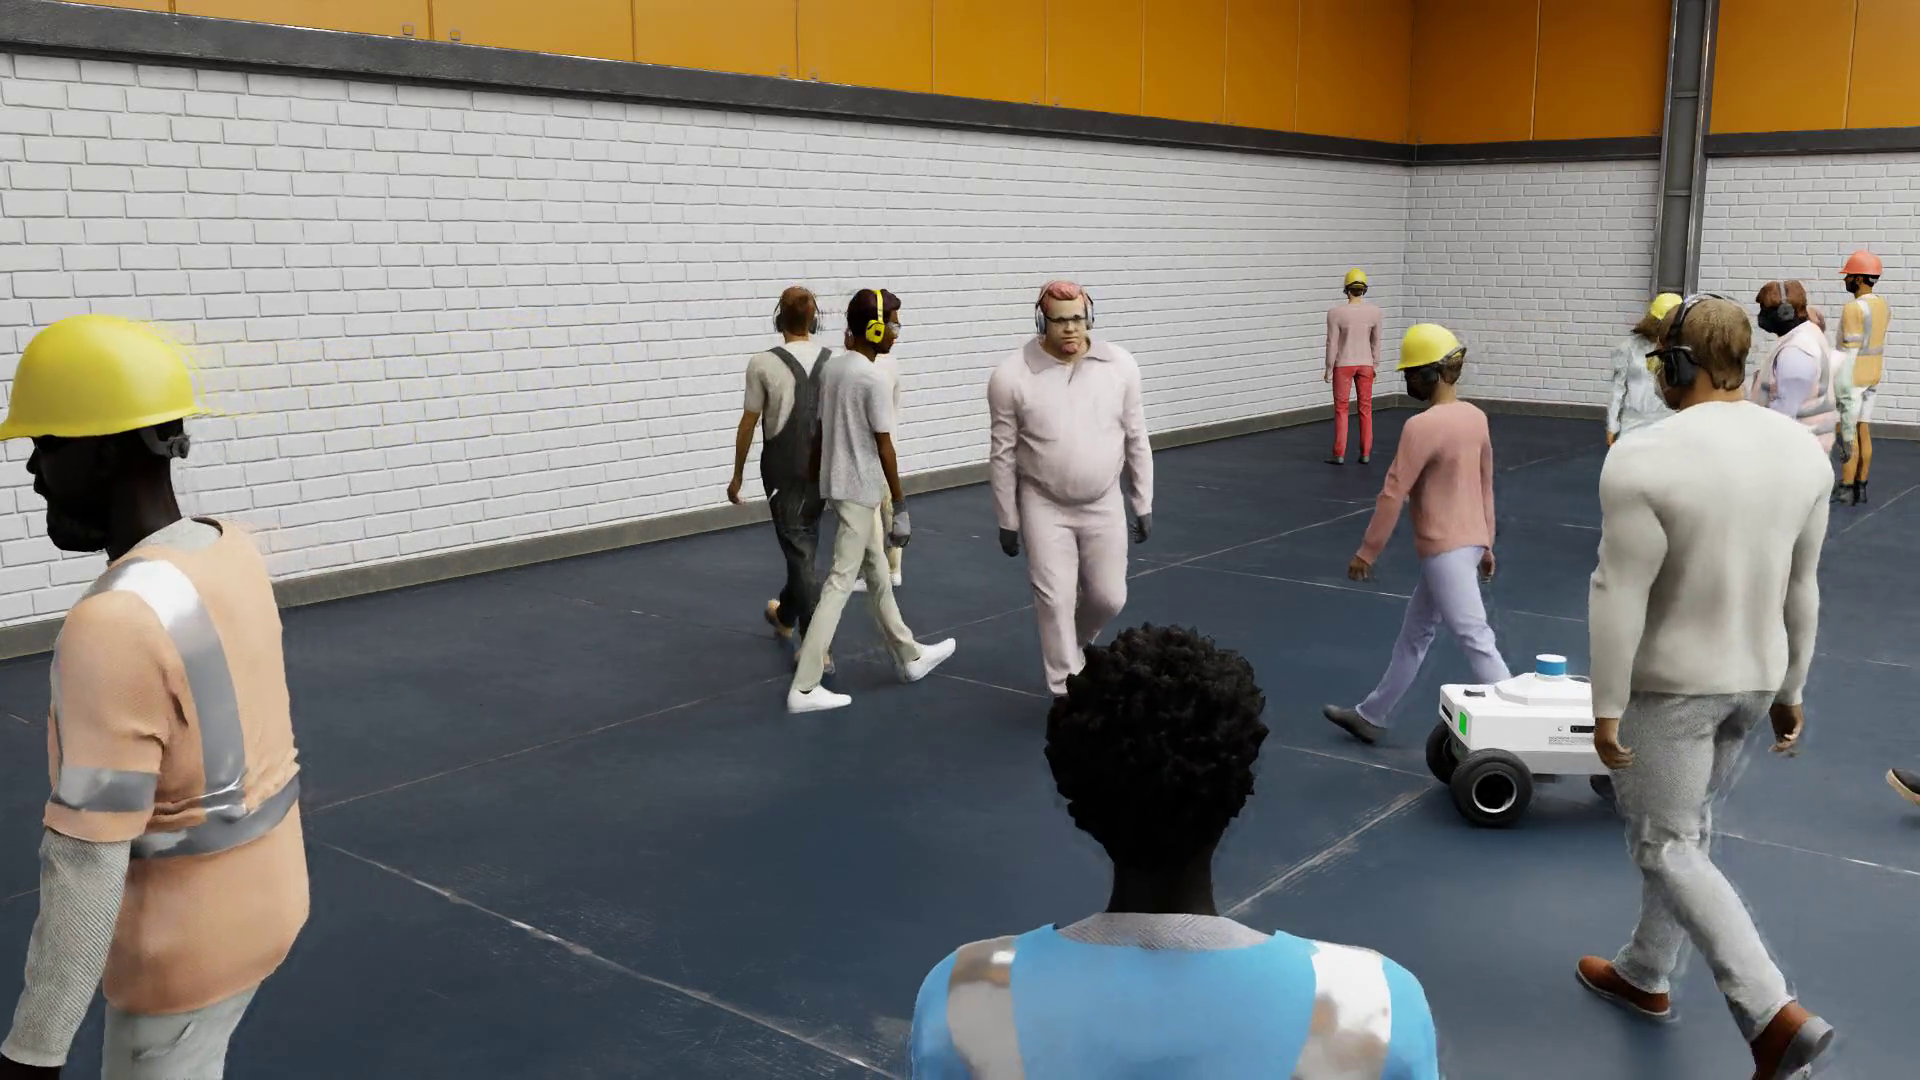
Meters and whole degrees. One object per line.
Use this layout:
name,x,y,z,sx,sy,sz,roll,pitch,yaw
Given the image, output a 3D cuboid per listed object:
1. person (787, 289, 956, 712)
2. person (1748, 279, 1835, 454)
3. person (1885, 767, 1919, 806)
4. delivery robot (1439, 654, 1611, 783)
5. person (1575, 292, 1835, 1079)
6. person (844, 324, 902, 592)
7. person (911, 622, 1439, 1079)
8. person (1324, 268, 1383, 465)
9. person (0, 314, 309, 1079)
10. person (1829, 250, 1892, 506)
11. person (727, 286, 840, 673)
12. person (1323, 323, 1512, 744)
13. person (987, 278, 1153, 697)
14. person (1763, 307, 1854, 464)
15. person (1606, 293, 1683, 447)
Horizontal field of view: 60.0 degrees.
person,-0.383,-0.181,7.278,0.975,1.805,0.548,-6,12,-31
person,4.398,-0.478,8.926,0.534,1.811,0.659,5,11,27
person,3.536,0.102,5.365,0.636,1.917,0.968,-10,14,-43
delivery robot,2.082,0.649,5.892,0.707,0.478,0.477,1,10,4
person,1.822,0.367,3.998,0.629,1.909,0.860,-3,11,-18
person,-0.516,-0.512,9.596,0.286,1.633,0.501,7,12,32
person,0.225,0.900,1.713,0.535,1.642,0.900,3,11,16
person,3.534,-1.552,14.996,0.525,1.769,0.312,-2,10,-9
person,-1.244,0.615,2.581,0.458,1.916,0.622,-2,10,-10
person,6.822,-1.226,12.697,0.544,1.942,0.347,-8,13,-38
person,-0.824,-0.309,8.008,0.541,1.794,0.952,-5,12,-28
person,1.827,0.034,6.362,0.944,1.697,0.538,9,13,40
person,0.441,-0.146,6.911,0.691,1.875,0.677,-2,10,-9
person,5.088,-0.595,10.078,0.552,1.620,0.381,10,14,43
person,4.375,-0.724,10.580,0.516,1.698,0.716,4,11,20
